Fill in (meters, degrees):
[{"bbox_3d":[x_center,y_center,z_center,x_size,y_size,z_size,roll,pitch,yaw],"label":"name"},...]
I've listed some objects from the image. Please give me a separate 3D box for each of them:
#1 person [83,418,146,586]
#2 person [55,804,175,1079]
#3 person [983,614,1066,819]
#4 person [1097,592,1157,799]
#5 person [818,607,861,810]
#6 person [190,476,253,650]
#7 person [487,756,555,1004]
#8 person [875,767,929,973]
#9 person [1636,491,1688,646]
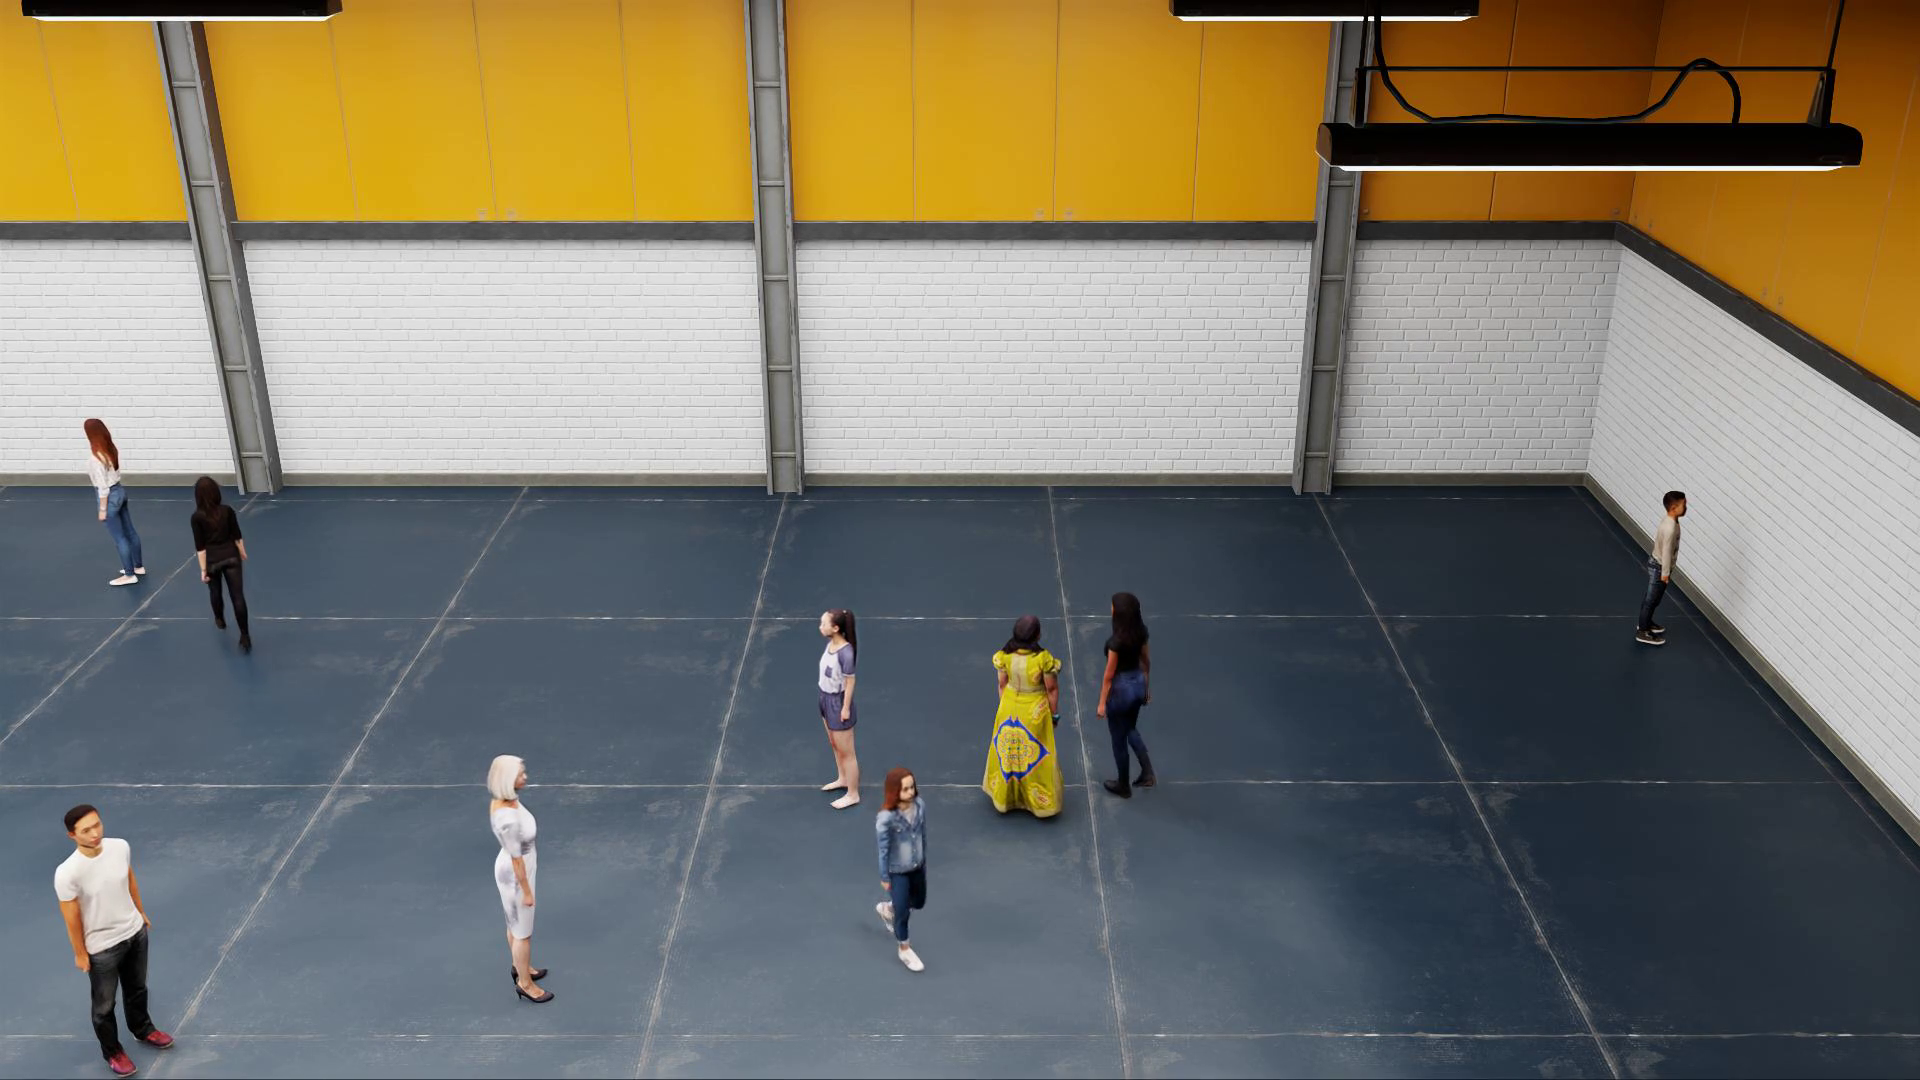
[{"bbox_3d":[-8.370,-0.396,16.442,0.496,1.727,0.572,0,24,-1],"label":"person"},{"bbox_3d":[-5.122,2.370,10.020,0.688,1.803,0.717,11,26,23],"label":"person"},{"bbox_3d":[0.504,1.323,12.593,0.873,1.659,1.024,9,25,19],"label":"person"},{"bbox_3d":[1.347,1.235,12.715,0.848,1.724,0.787,20,31,38],"label":"person"},{"bbox_3d":[-0.917,1.265,12.739,0.633,1.649,0.660,-9,25,-20],"label":"person"},{"bbox_3d":[-6.690,0.242,15.139,1.075,1.601,1.030,-15,28,-31],"label":"person"},{"bbox_3d":[-2.828,2.146,10.596,0.615,1.750,0.625,-9,25,-19],"label":"person"},{"bbox_3d":[-0.415,2.127,10.990,0.804,1.470,0.856,-20,31,-38],"label":"person"},{"bbox_3d":[6.461,0.234,15.334,0.601,1.460,0.601,10,25,21],"label":"person"}]
